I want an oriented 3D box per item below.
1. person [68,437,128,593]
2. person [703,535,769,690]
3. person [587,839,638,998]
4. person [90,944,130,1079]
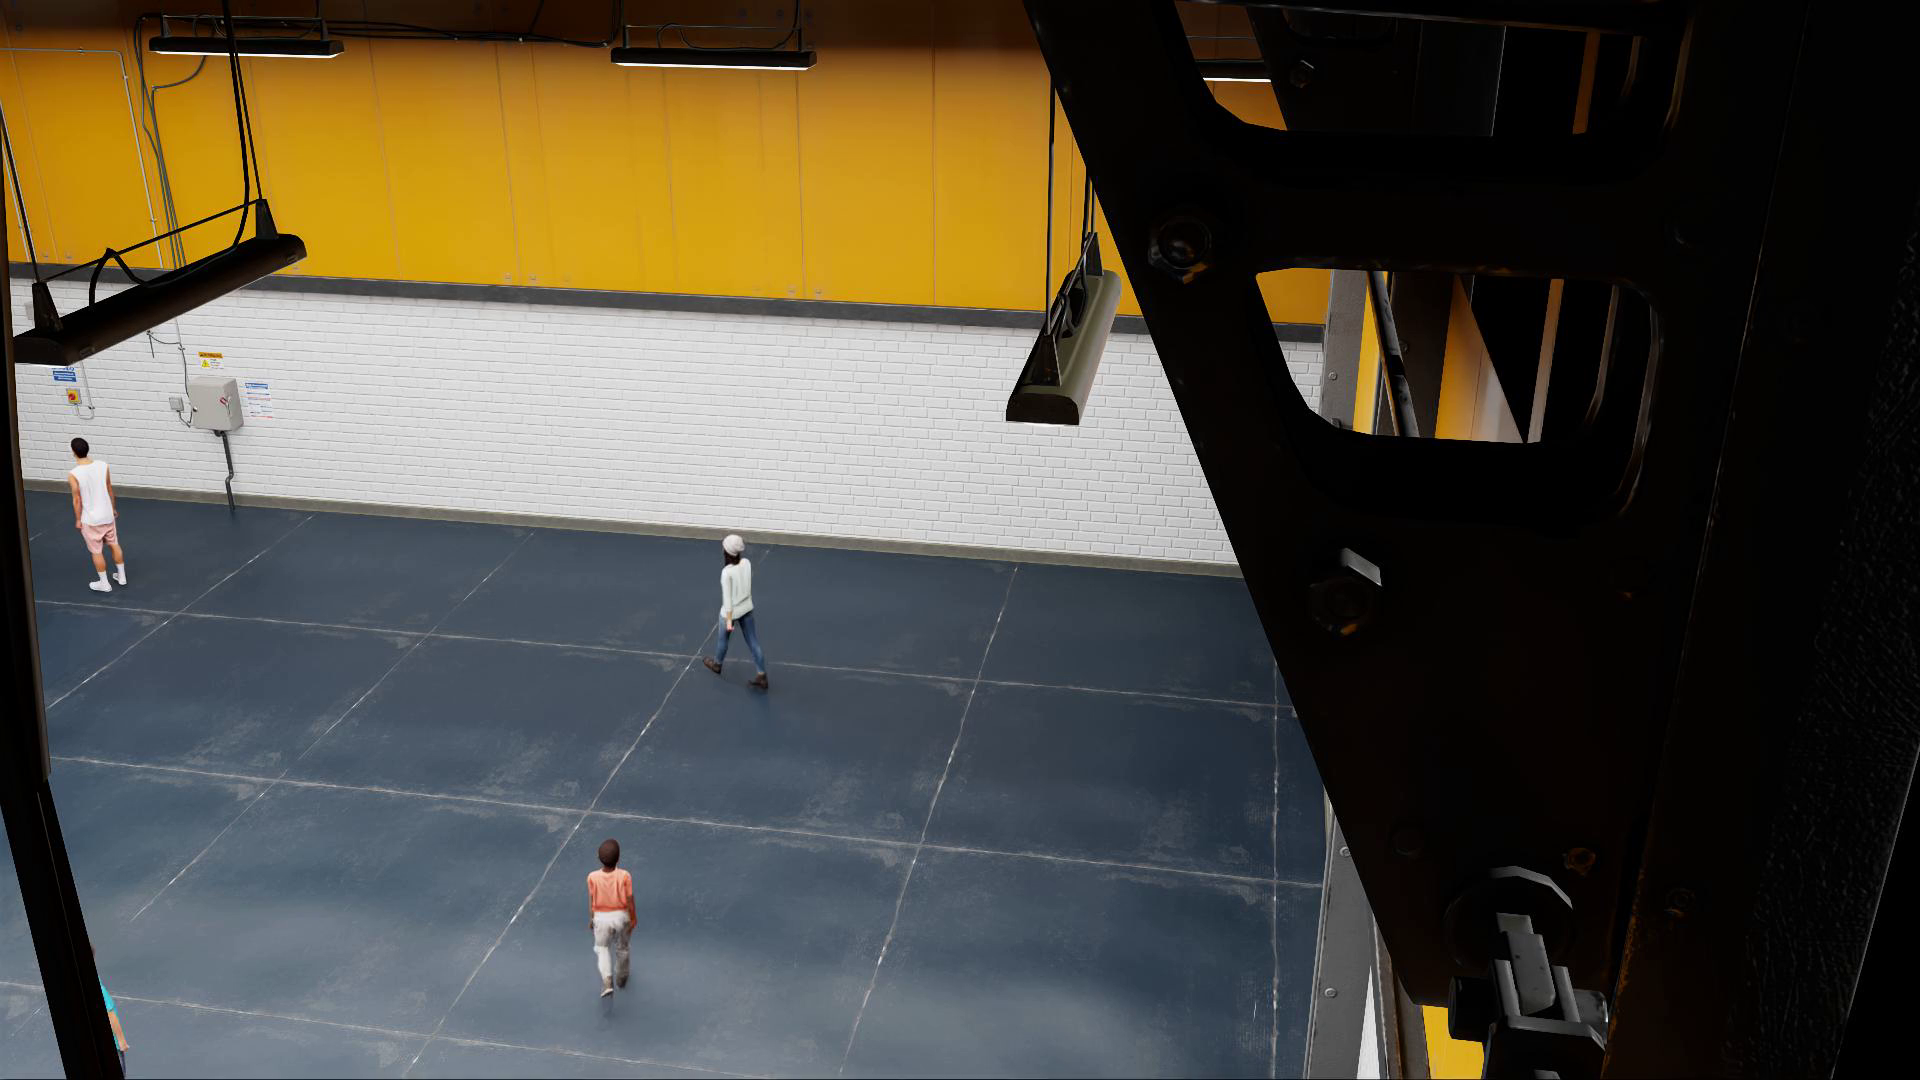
[{"bbox_3d":[-9.688,-0.290,18.653,0.771,1.789,0.633,13,27,28],"label":"person"},{"bbox_3d":[-2.146,0.738,16.538,0.984,1.600,1.117,16,29,33],"label":"person"},{"bbox_3d":[-2.562,2.796,12.197,0.607,1.306,0.748,-3,24,-6],"label":"person"},{"bbox_3d":[-5.677,3.265,10.946,0.548,1.448,0.524,8,25,18],"label":"person"}]
